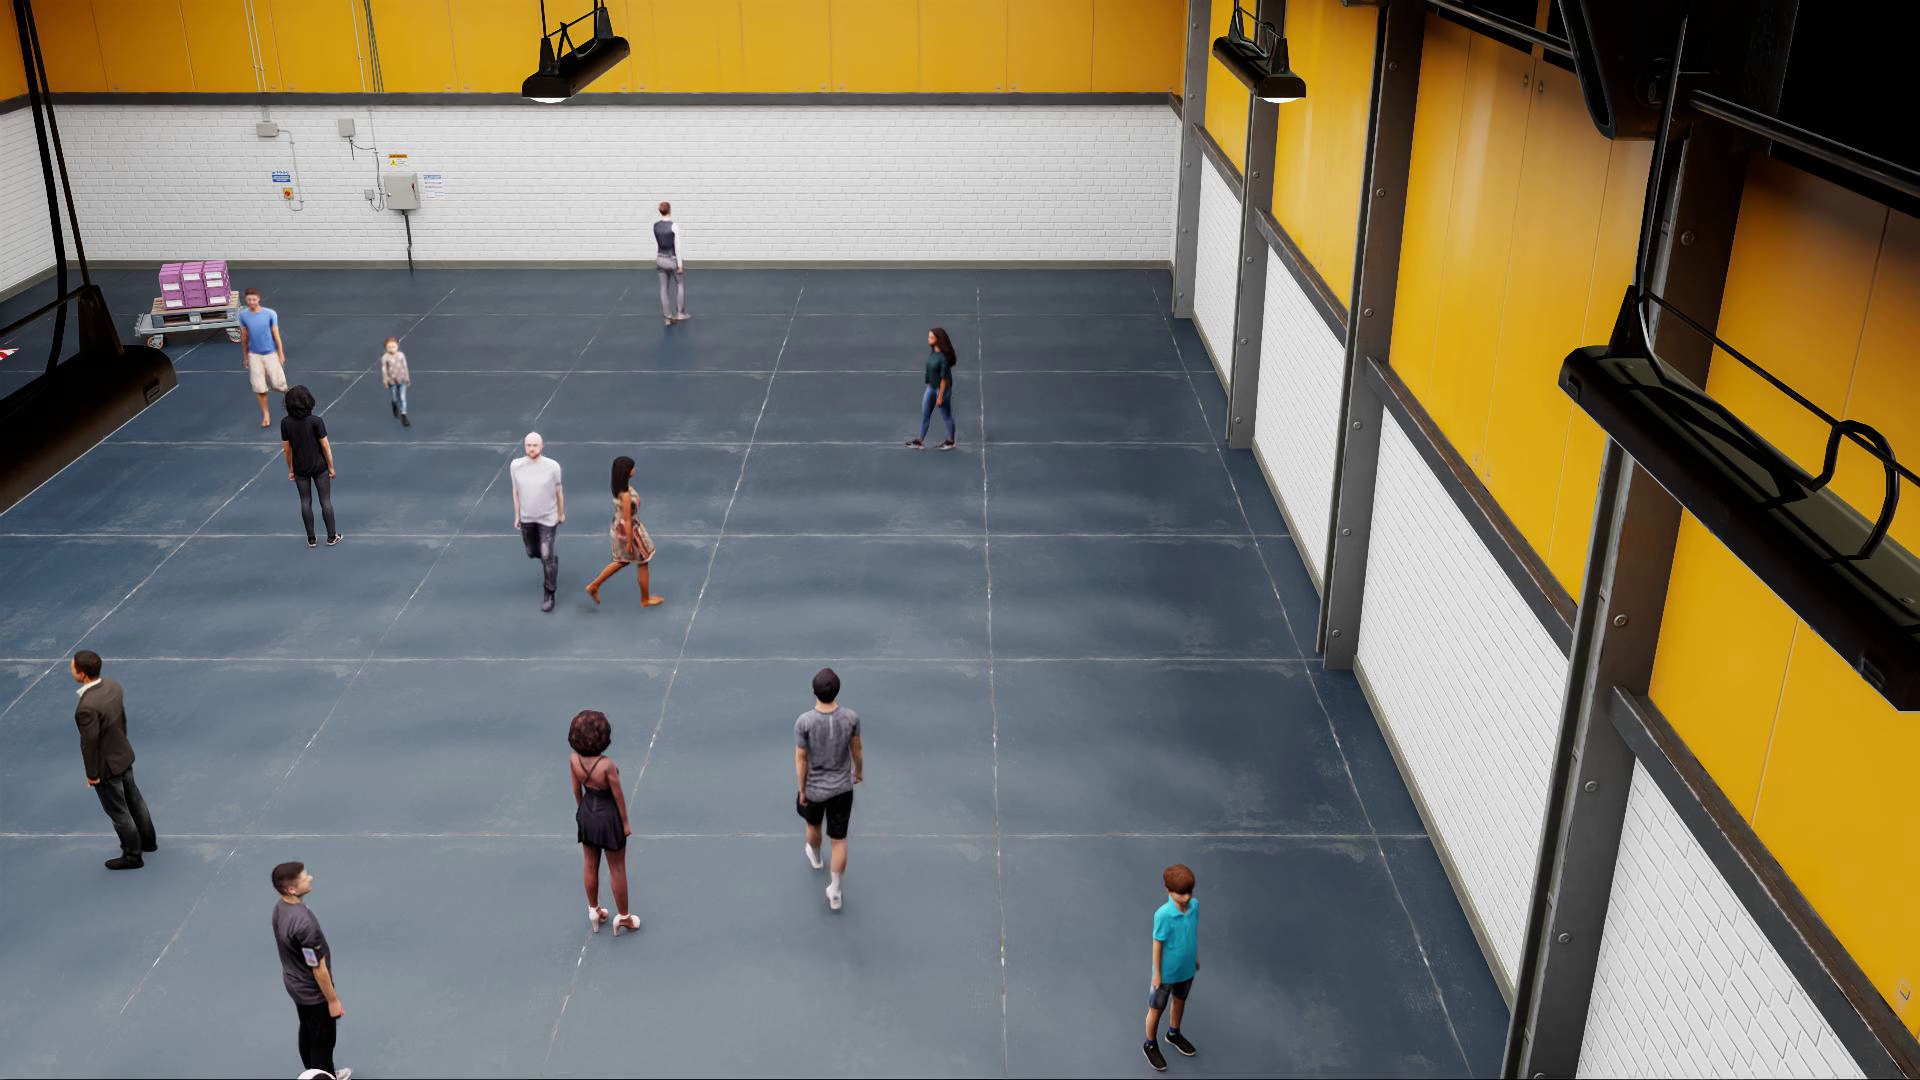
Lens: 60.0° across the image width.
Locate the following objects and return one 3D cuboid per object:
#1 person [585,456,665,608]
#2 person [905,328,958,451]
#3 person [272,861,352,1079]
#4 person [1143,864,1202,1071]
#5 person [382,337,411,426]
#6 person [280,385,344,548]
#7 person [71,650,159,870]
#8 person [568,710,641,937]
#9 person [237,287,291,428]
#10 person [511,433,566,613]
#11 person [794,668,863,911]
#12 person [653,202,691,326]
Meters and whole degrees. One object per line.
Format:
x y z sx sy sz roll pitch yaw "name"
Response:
-3.430 -0.046 16.688 0.976 1.621 1.037 -11 26 -23 "person"
-0.180 -1.891 20.937 0.904 1.598 0.944 -12 26 -25 "person"
-3.970 2.723 10.174 0.775 1.764 0.684 -17 29 -34 "person"
1.367 2.693 10.636 0.592 1.449 0.621 -15 28 -31 "person"
-7.445 -2.118 21.973 0.663 1.183 0.798 -11 26 -23 "person"
-7.110 -0.811 18.172 0.667 1.835 0.561 -3 24 -7 "person"
-6.424 1.646 12.591 0.737 1.801 0.464 -1 24 -1 "person"
-2.540 2.010 11.774 0.623 1.790 0.638 9 25 19 "person"
-9.166 -2.463 21.943 0.730 1.840 0.959 -2 24 -5 "person"
-4.259 -0.251 16.924 0.718 1.809 1.124 2 24 5 "person"
-0.943 1.848 12.082 0.836 1.839 1.128 -5 24 -12 "person"
-4.617 -4.324 26.099 0.839 1.922 0.900 10 25 21 "person"
